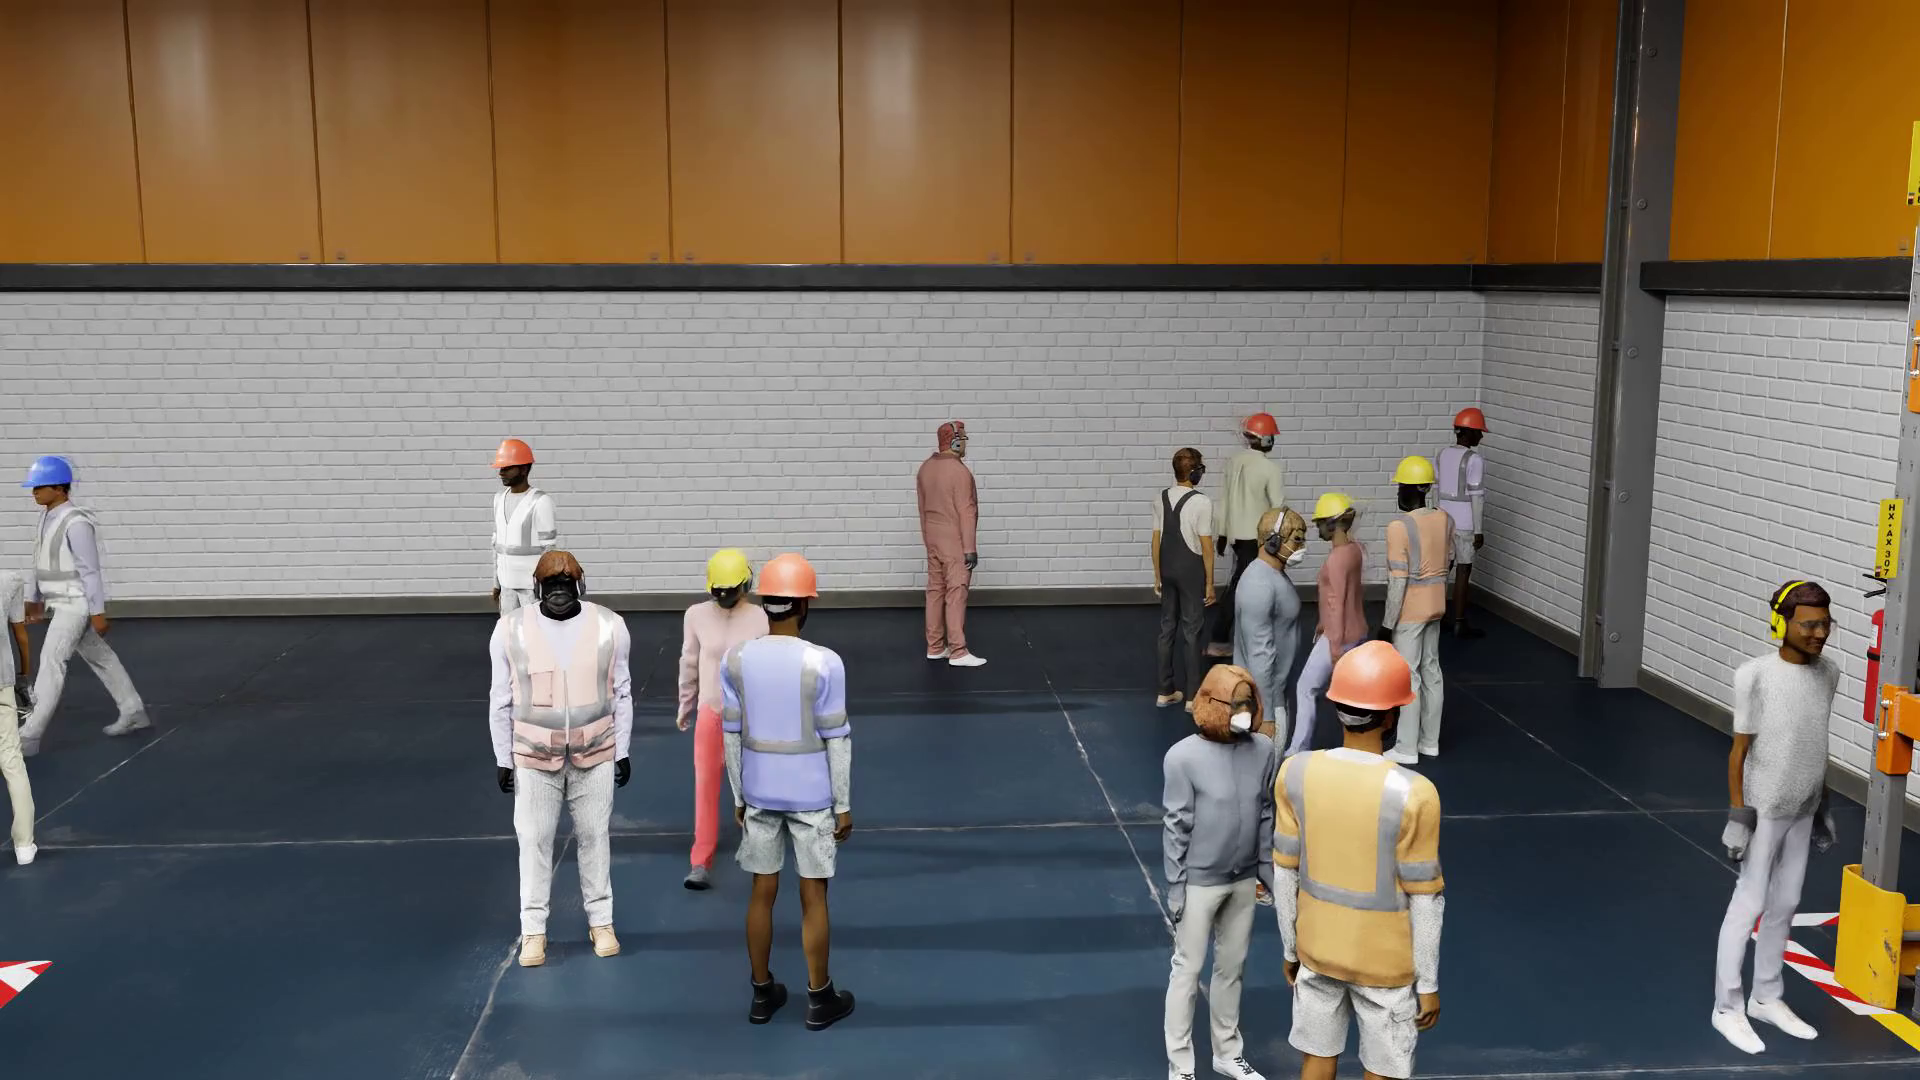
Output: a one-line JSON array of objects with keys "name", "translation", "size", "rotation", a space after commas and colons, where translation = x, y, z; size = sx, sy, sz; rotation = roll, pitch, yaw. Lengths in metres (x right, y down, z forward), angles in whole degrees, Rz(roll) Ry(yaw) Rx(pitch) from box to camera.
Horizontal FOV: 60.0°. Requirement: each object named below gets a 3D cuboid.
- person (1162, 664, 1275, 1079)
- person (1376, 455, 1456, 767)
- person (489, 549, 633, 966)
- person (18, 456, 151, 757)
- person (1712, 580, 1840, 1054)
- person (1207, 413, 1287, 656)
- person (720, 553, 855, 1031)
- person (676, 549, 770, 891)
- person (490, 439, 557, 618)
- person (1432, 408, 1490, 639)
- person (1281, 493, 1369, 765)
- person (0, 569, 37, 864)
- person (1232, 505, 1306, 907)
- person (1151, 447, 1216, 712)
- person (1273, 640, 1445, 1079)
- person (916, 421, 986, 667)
[{"name": "person", "translation": [0.957, 1.254, 6.115], "size": [0.497, 1.634, 0.287], "rotation": [-5, 10, -30]}, {"name": "person", "translation": [2.806, 0.438, 10.315], "size": [0.585, 1.929, 0.377], "rotation": [-7, 11, -38]}, {"name": "person", "translation": [-1.752, 0.951, 7.370], "size": [0.627, 1.844, 0.429], "rotation": [-3, 10, -18]}, {"name": "person", "translation": [-5.744, 0.400, 10.677], "size": [1.017, 1.895, 0.616], "rotation": [-8, 12, -41]}, {"name": "person", "translation": [3.233, 1.070, 6.541], "size": [0.532, 1.868, 0.312], "rotation": [-4, 10, -21]}, {"name": "person", "translation": [2.368, -0.048, 13.365], "size": [1.040, 1.935, 0.642], "rotation": [-5, 10, -30]}, {"name": "person", "translation": [-0.682, 1.012, 6.701], "size": [0.543, 1.934, 0.362], "rotation": [3, 9, 17]}, {"name": "person", "translation": [-1.164, 0.873, 8.295], "size": [0.575, 1.691, 0.935], "rotation": [1, 9, 6]}, {"name": "person", "translation": [-2.986, 0.277, 11.303], "size": [0.550, 1.937, 0.357], "rotation": [6, 11, 31]}, {"name": "person", "translation": [4.212, -0.143, 13.961], "size": [0.377, 1.928, 0.551], "rotation": [-4, 10, -24]}, {"name": "person", "translation": [2.194, 0.579, 10.081], "size": [0.769, 1.727, 0.516], "rotation": [6, 11, 31]}, {"name": "person", "translation": [-4.990, 0.762, 8.454], "size": [0.513, 1.876, 0.328], "rotation": [-8, 12, -43]}, {"name": "person", "translation": [1.496, 0.789, 8.097], "size": [0.370, 1.934, 0.627], "rotation": [2, 9, 14]}, {"name": "person", "translation": [1.563, 0.274, 11.606], "size": [0.351, 1.847, 0.507], "rotation": [-9, 13, -44]}, {"name": "person", "translation": [1.226, 1.264, 5.101], "size": [0.542, 1.939, 0.365], "rotation": [8, 12, 40]}, {"name": "person", "translation": [-0.055, 0.028, 12.957], "size": [0.404, 1.911, 0.636], "rotation": [-6, 11, -34]}]
